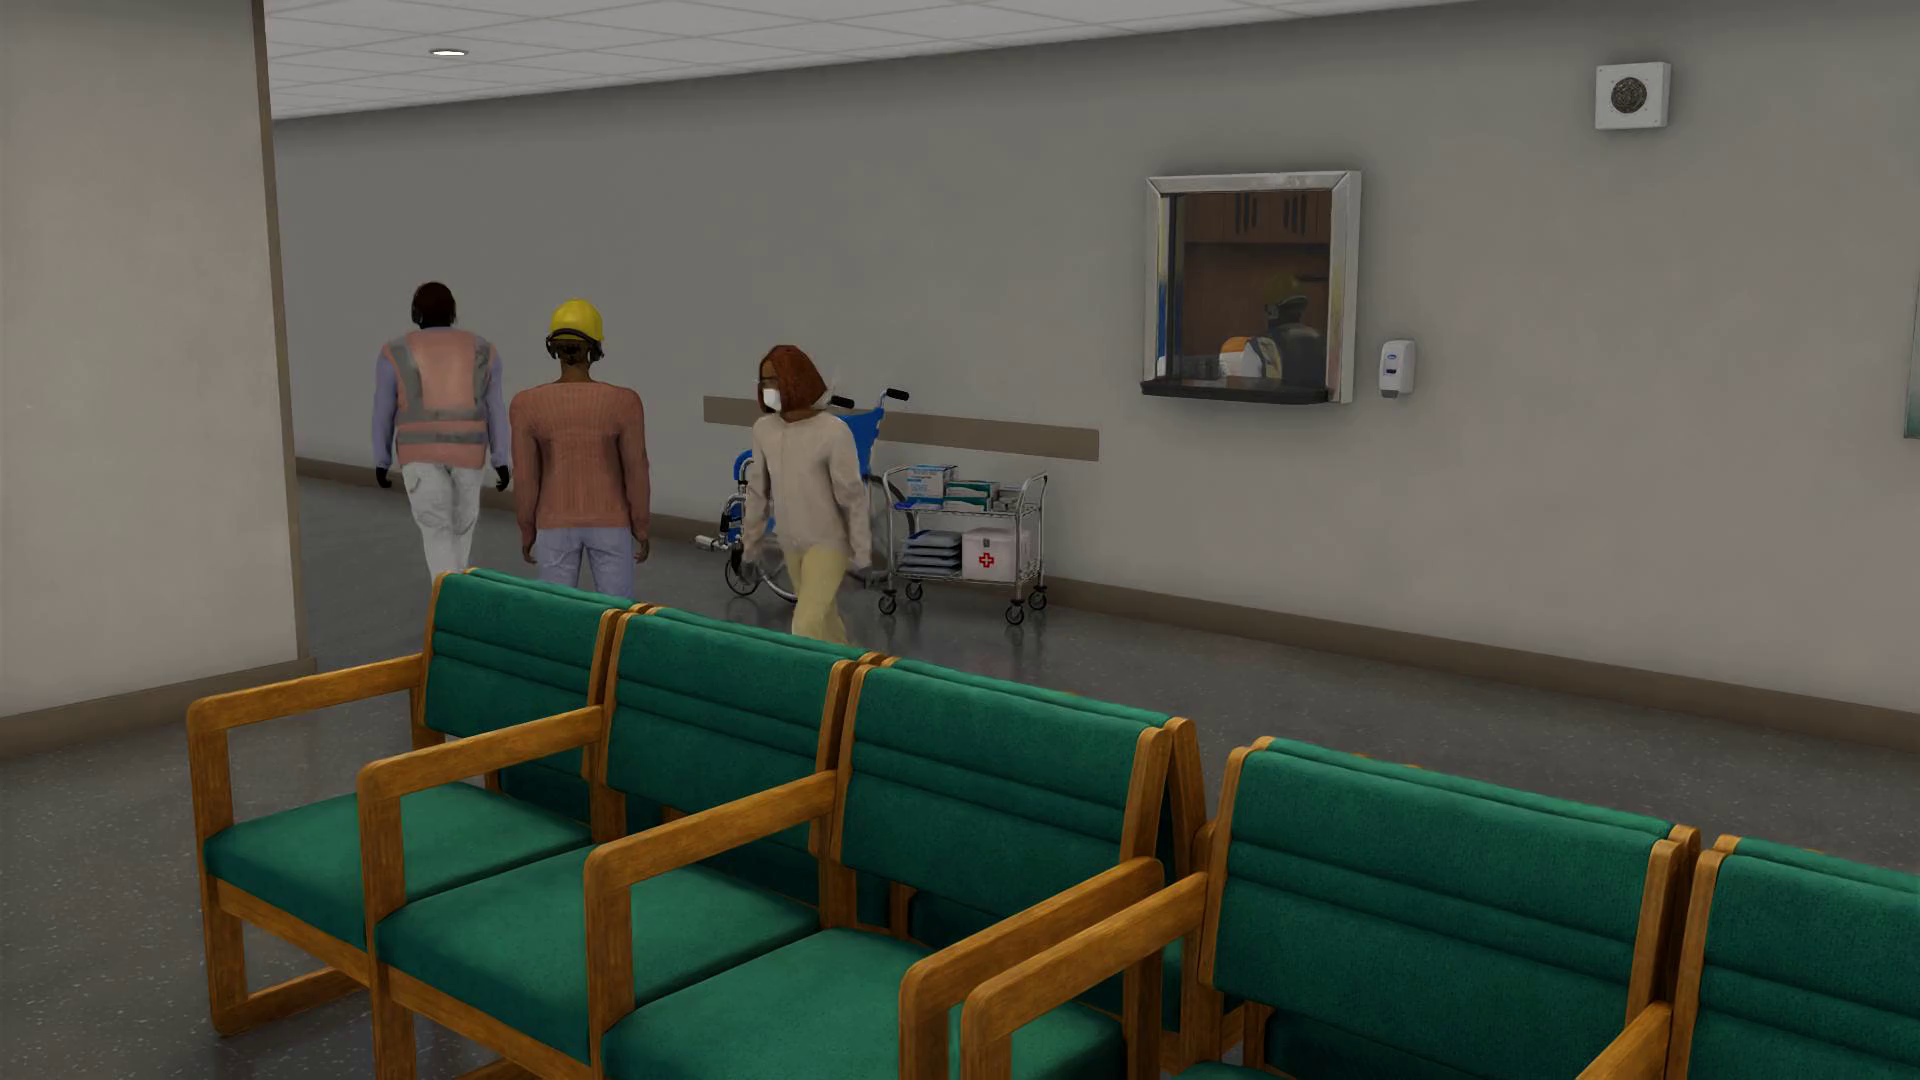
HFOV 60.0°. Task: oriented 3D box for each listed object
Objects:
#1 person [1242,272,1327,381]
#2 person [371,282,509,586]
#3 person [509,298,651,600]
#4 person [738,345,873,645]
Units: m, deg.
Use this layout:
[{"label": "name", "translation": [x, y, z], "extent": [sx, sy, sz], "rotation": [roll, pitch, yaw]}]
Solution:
[{"label": "person", "translation": [1.809, -0.567, 9.278], "extent": [0.598, 1.826, 0.404], "rotation": [-3, 10, -17]}, {"label": "person", "translation": [-2.695, -0.433, 8.614], "extent": [0.649, 1.786, 1.005], "rotation": [-6, 11, -30]}, {"label": "person", "translation": [-1.456, -0.042, 6.440], "extent": [0.522, 1.768, 0.312], "rotation": [-1, 10, -6]}, {"label": "person", "translation": [-0.619, 0.066, 6.307], "extent": [0.509, 1.587, 0.792], "rotation": [9, 13, 42]}]
